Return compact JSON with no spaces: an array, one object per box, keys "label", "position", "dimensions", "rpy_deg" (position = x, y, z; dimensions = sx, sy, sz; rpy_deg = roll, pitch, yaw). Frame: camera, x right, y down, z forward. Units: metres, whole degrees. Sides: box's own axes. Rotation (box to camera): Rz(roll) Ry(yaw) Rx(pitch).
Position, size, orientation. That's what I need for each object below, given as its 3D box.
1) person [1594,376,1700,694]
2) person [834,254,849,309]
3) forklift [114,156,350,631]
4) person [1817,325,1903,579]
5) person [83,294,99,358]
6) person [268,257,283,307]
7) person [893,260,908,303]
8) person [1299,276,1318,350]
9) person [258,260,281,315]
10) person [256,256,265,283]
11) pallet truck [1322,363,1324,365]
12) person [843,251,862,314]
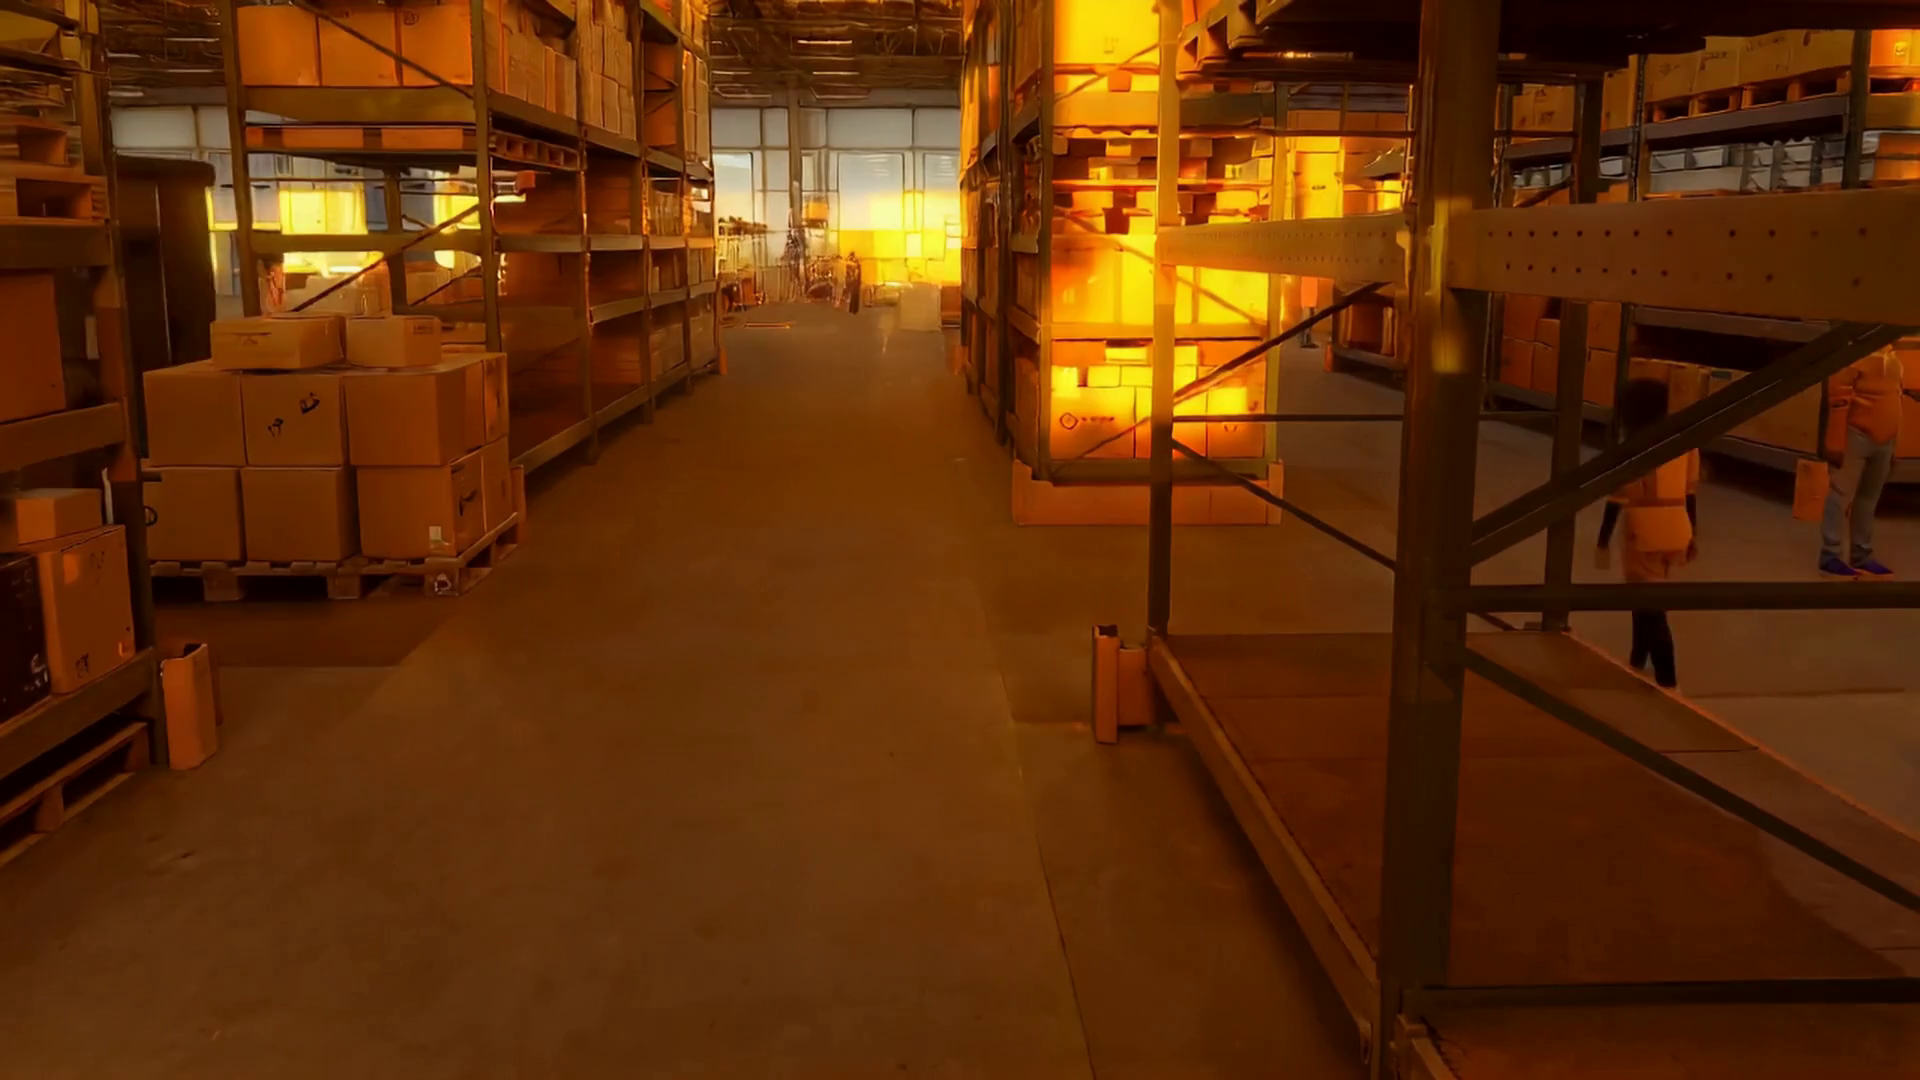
[{"label":"person","position":[3.428,0.004,8.433],"dimensions":[0.552,1.668,0.701],"rpy_deg":[-5,11,-26]},{"label":"person","position":[-4.072,-9.016,58.083],"dimensions":[0.655,1.903,0.910],"rpy_deg":[-9,14,-42]},{"label":"forklift","position":[-4.804,-0.906,10.165],"dimensions":[1.873,2.768,1.129],"rpy_deg":[0,10,-2]},{"label":"person","position":[6.344,-0.680,11.655],"dimensions":[0.642,1.900,0.400],"rpy_deg":[-4,11,-24]},{"label":"person","position":[-12.113,-2.608,23.187],"dimensions":[0.503,1.619,0.491],"rpy_deg":[-2,10,-8]},{"label":"person","position":[-24.702,-9.278,59.840],"dimensions":[0.898,1.788,0.645],"rpy_deg":[6,12,29]},{"label":"person","position":[-2.278,-9.972,64.061],"dimensions":[0.850,1.663,0.525],"rpy_deg":[-7,12,-34]},{"label":"person","position":[7.588,-5.121,36.119],"dimensions":[0.377,1.995,0.608],"rpy_deg":[9,14,41]},{"label":"person","position":[-15.962,-5.520,38.568],"dimensions":[0.985,1.897,0.742],"rpy_deg":[-1,10,-8]},{"label":"person","position":[-24.745,-9.143,58.955],"dimensions":[0.802,1.847,0.524],"rpy_deg":[3,11,15]},{"label":"pallet truck","position":[7.712,-4.157,30.737],"dimensions":[1.885,1.965,0.823],"rpy_deg":[3,11,16]},{"label":"person","position":[-3.525,-8.353,53.991],"dimensions":[0.539,2.000,0.688],"rpy_deg":[6,12,29]}]
